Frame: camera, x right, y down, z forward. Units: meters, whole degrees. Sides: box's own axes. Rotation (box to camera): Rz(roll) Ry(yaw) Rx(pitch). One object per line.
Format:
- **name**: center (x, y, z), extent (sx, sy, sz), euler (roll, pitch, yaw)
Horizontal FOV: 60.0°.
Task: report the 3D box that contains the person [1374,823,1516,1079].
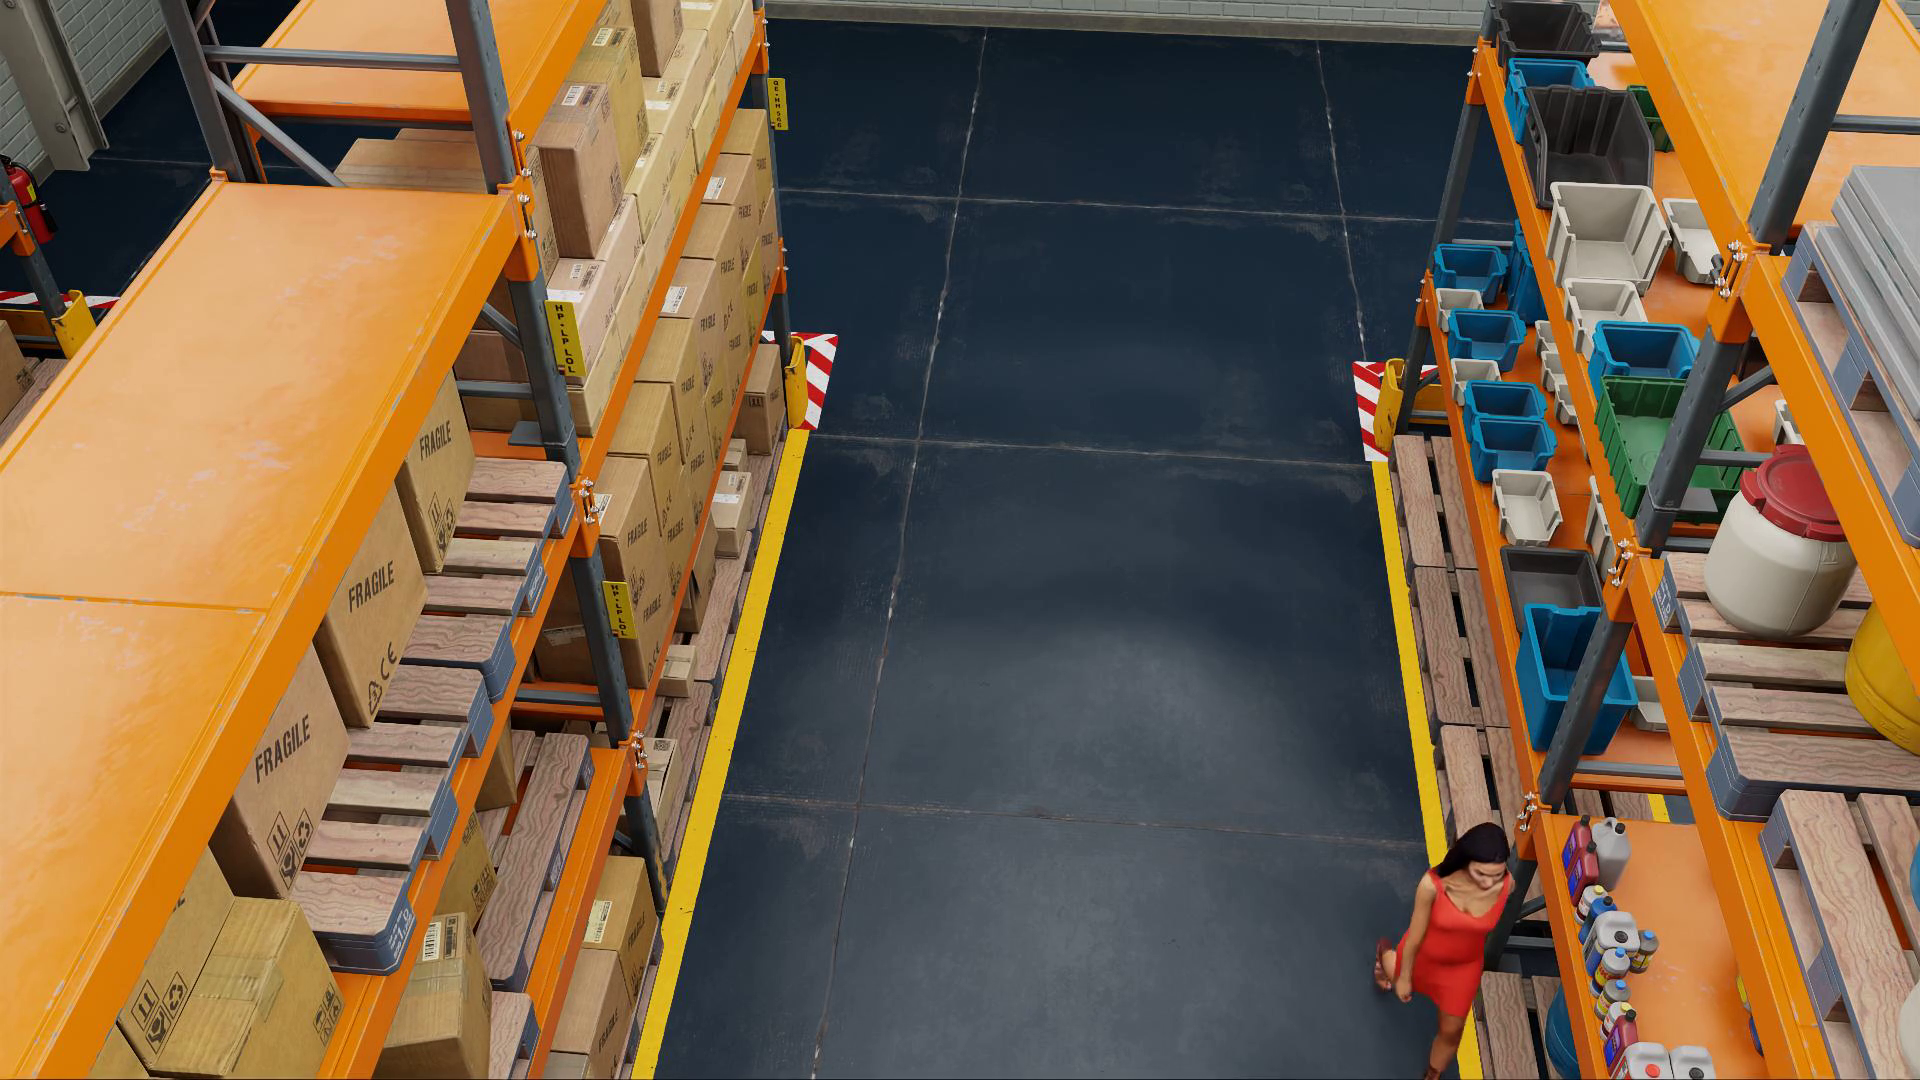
- **person**: center (2.022, 1.712, 7.140), extent (0.649, 1.686, 1.136), euler (-1, 43, -1)
